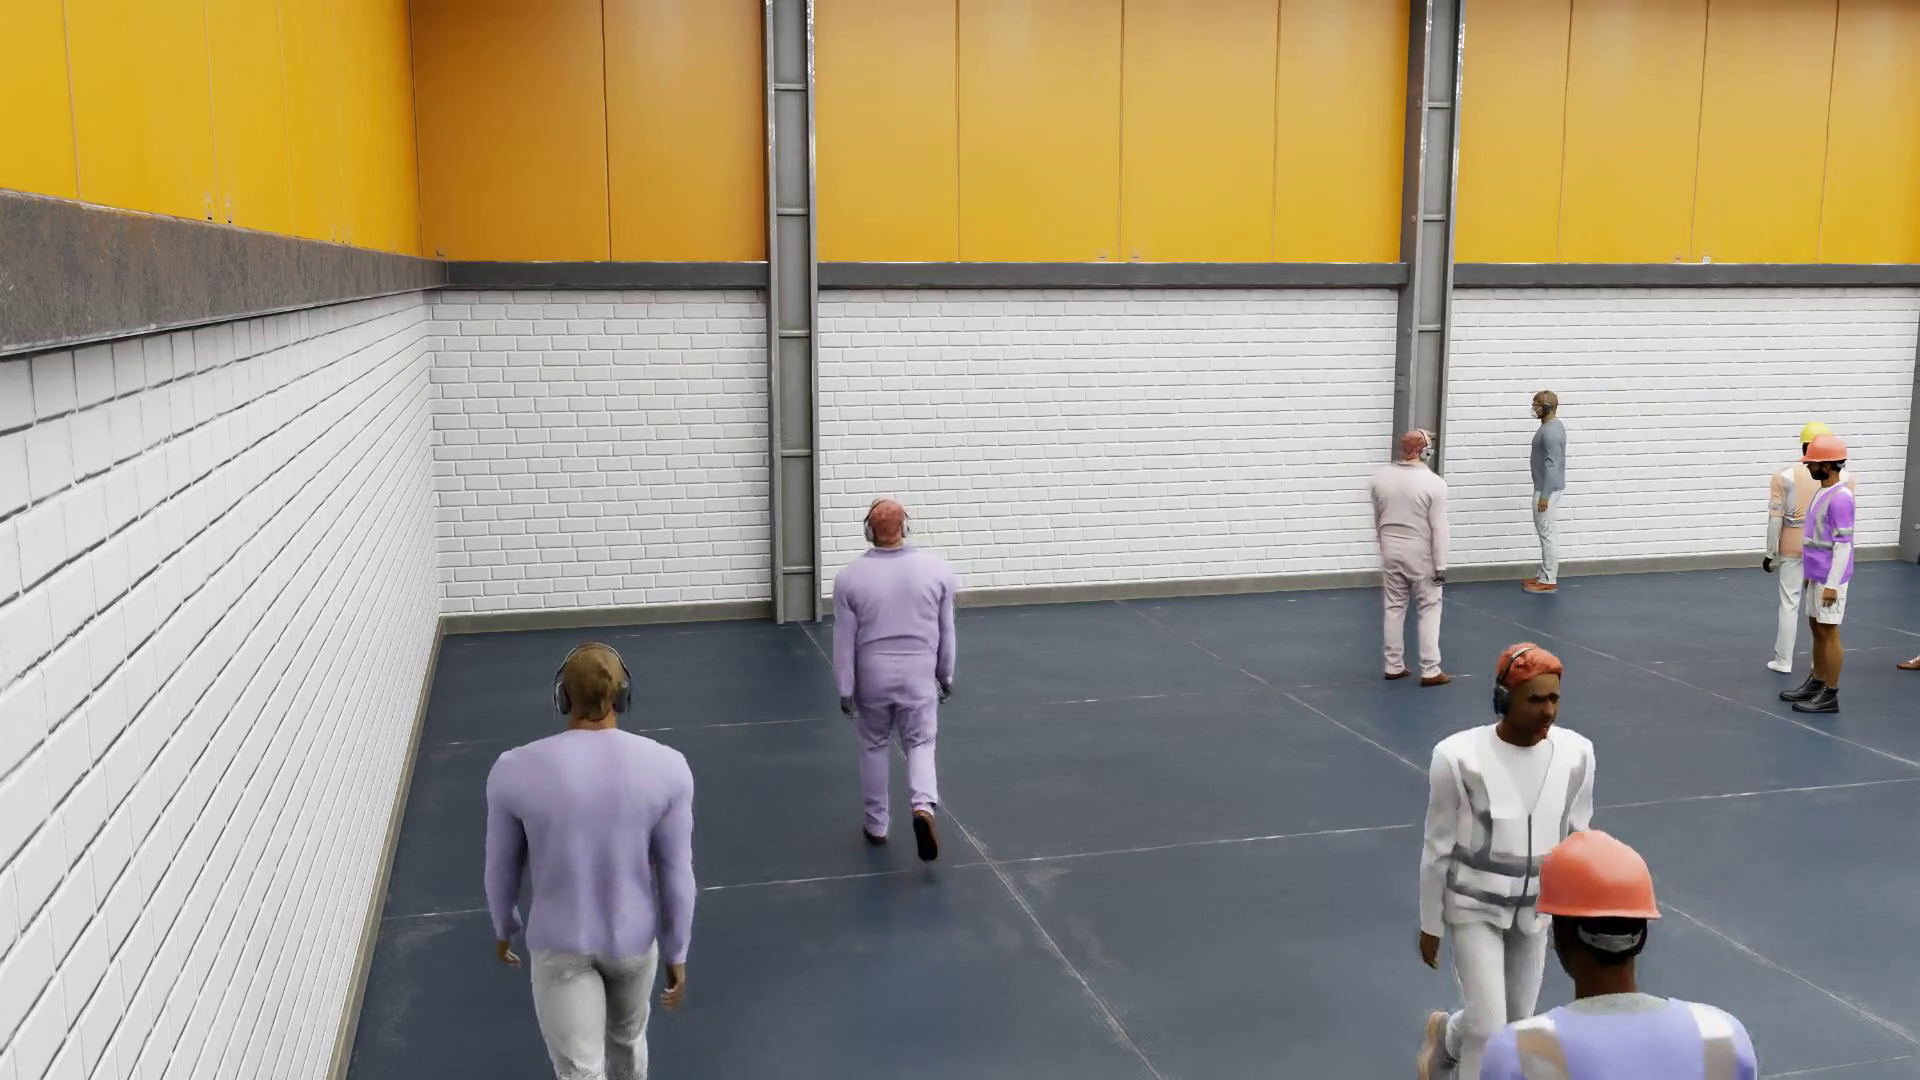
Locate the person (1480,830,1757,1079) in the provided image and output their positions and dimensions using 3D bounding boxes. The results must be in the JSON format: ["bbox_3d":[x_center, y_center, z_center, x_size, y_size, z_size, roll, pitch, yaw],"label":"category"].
[{"bbox_3d":[1.354,1.542,3.516,0.603,1.871,0.960,0,9,-3],"label":"person"}]

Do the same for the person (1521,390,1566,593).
[{"bbox_3d":[5.569,-0.460,15.814,0.354,1.936,0.635,3,10,19],"label":"person"}]

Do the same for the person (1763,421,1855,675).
[{"bbox_3d":[6.390,0.066,12.565,0.594,1.925,0.379,2,9,11],"label":"person"}]

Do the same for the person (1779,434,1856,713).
[{"bbox_3d":[5.951,0.235,11.492,0.376,1.933,0.545,2,9,14],"label":"person"}]

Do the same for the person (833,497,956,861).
[{"bbox_3d":[-0.334,0.722,8.615,0.652,1.880,0.733,-1,9,-8],"label":"person"}]

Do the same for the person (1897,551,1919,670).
[{"bbox_3d":[7.390,0.093,12.441,0.410,1.913,0.643,-1,9,-4],"label":"person"}]

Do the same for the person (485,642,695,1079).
[{"bbox_3d":[-1.184,1.249,5.338,0.636,1.875,1.051,-3,10,-19],"label":"person"}]

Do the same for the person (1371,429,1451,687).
[{"bbox_3d":[3.341,0.127,12.280,0.443,1.902,0.663,-8,12,-41],"label":"person"}]

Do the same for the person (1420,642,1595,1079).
[{"bbox_3d":[1.791,1.217,5.637,0.577,1.858,0.787,-2,9,-9],"label":"person"}]
